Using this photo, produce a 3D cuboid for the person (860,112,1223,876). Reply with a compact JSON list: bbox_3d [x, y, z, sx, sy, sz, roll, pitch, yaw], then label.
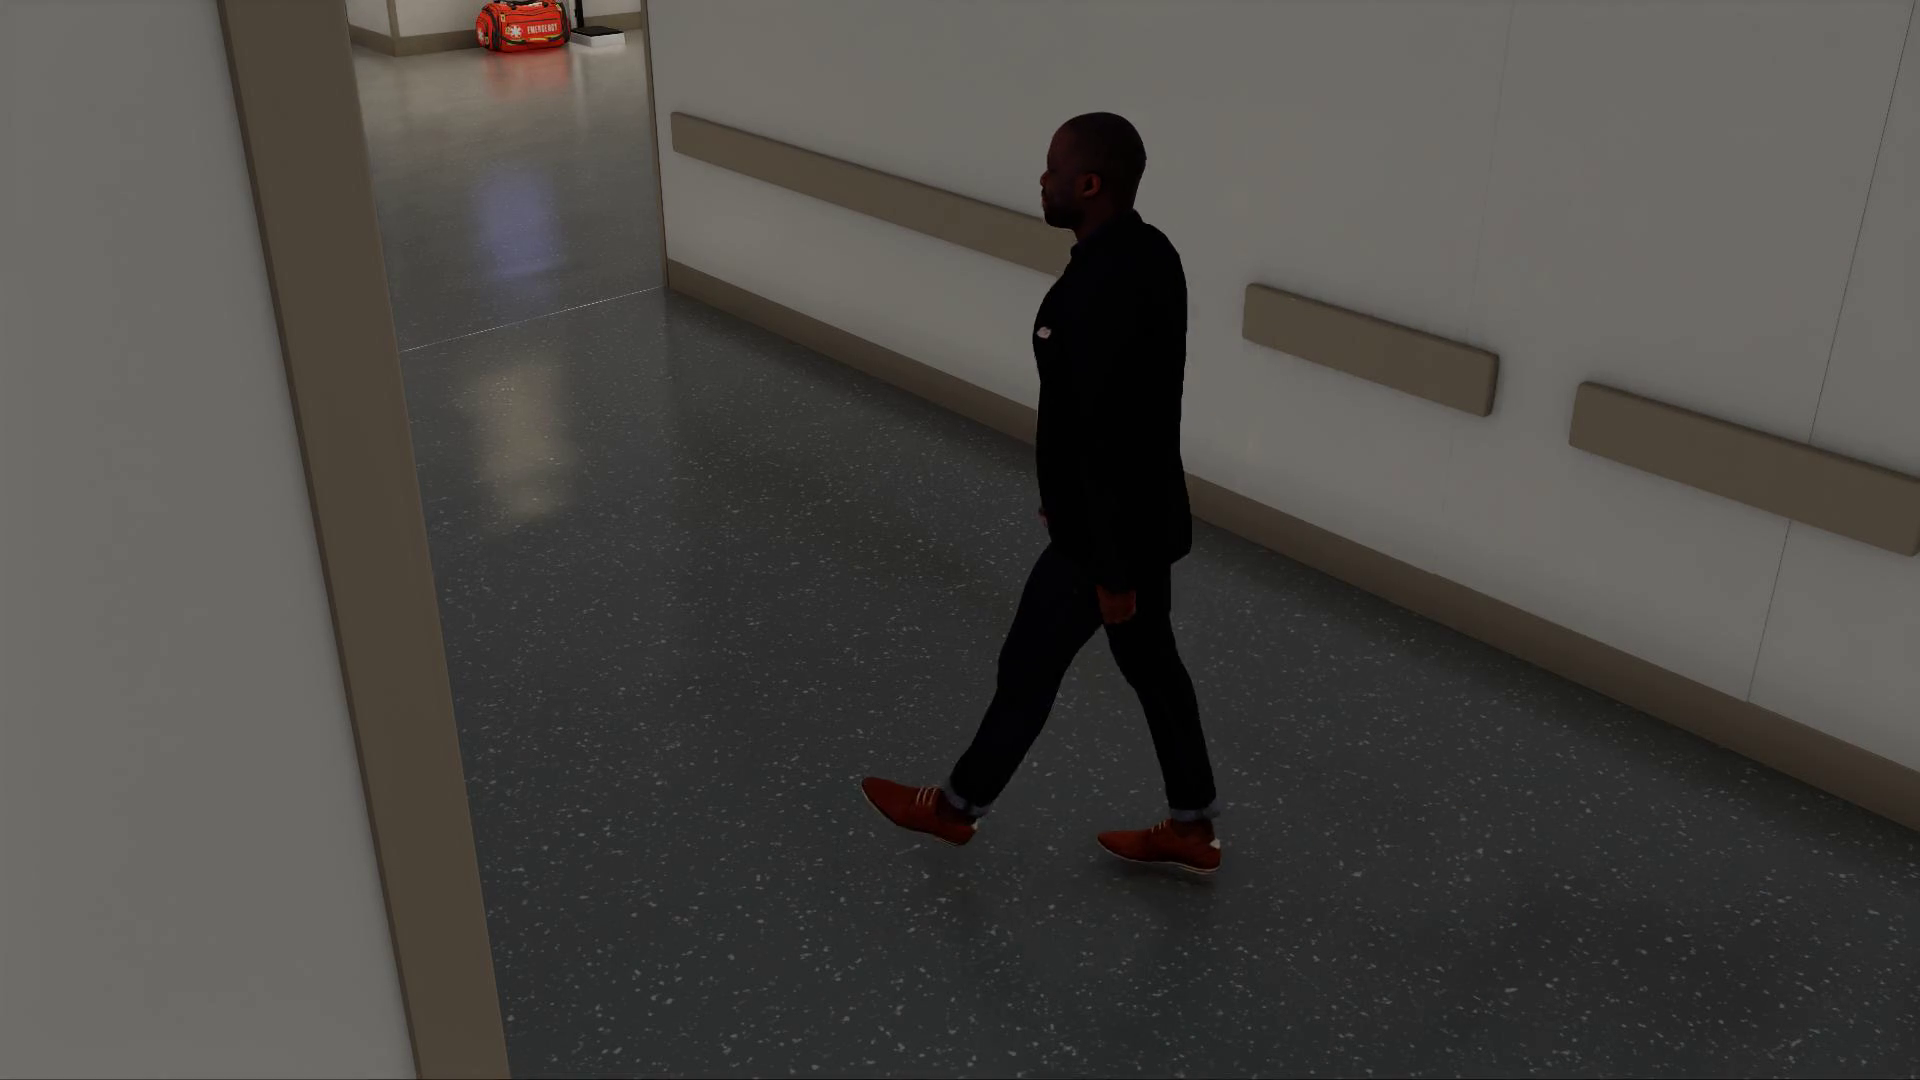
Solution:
[{"bbox_3d":[0.418,-0.001,3.671,1.125,1.783,1.166,8,27,15],"label":"person"}]
